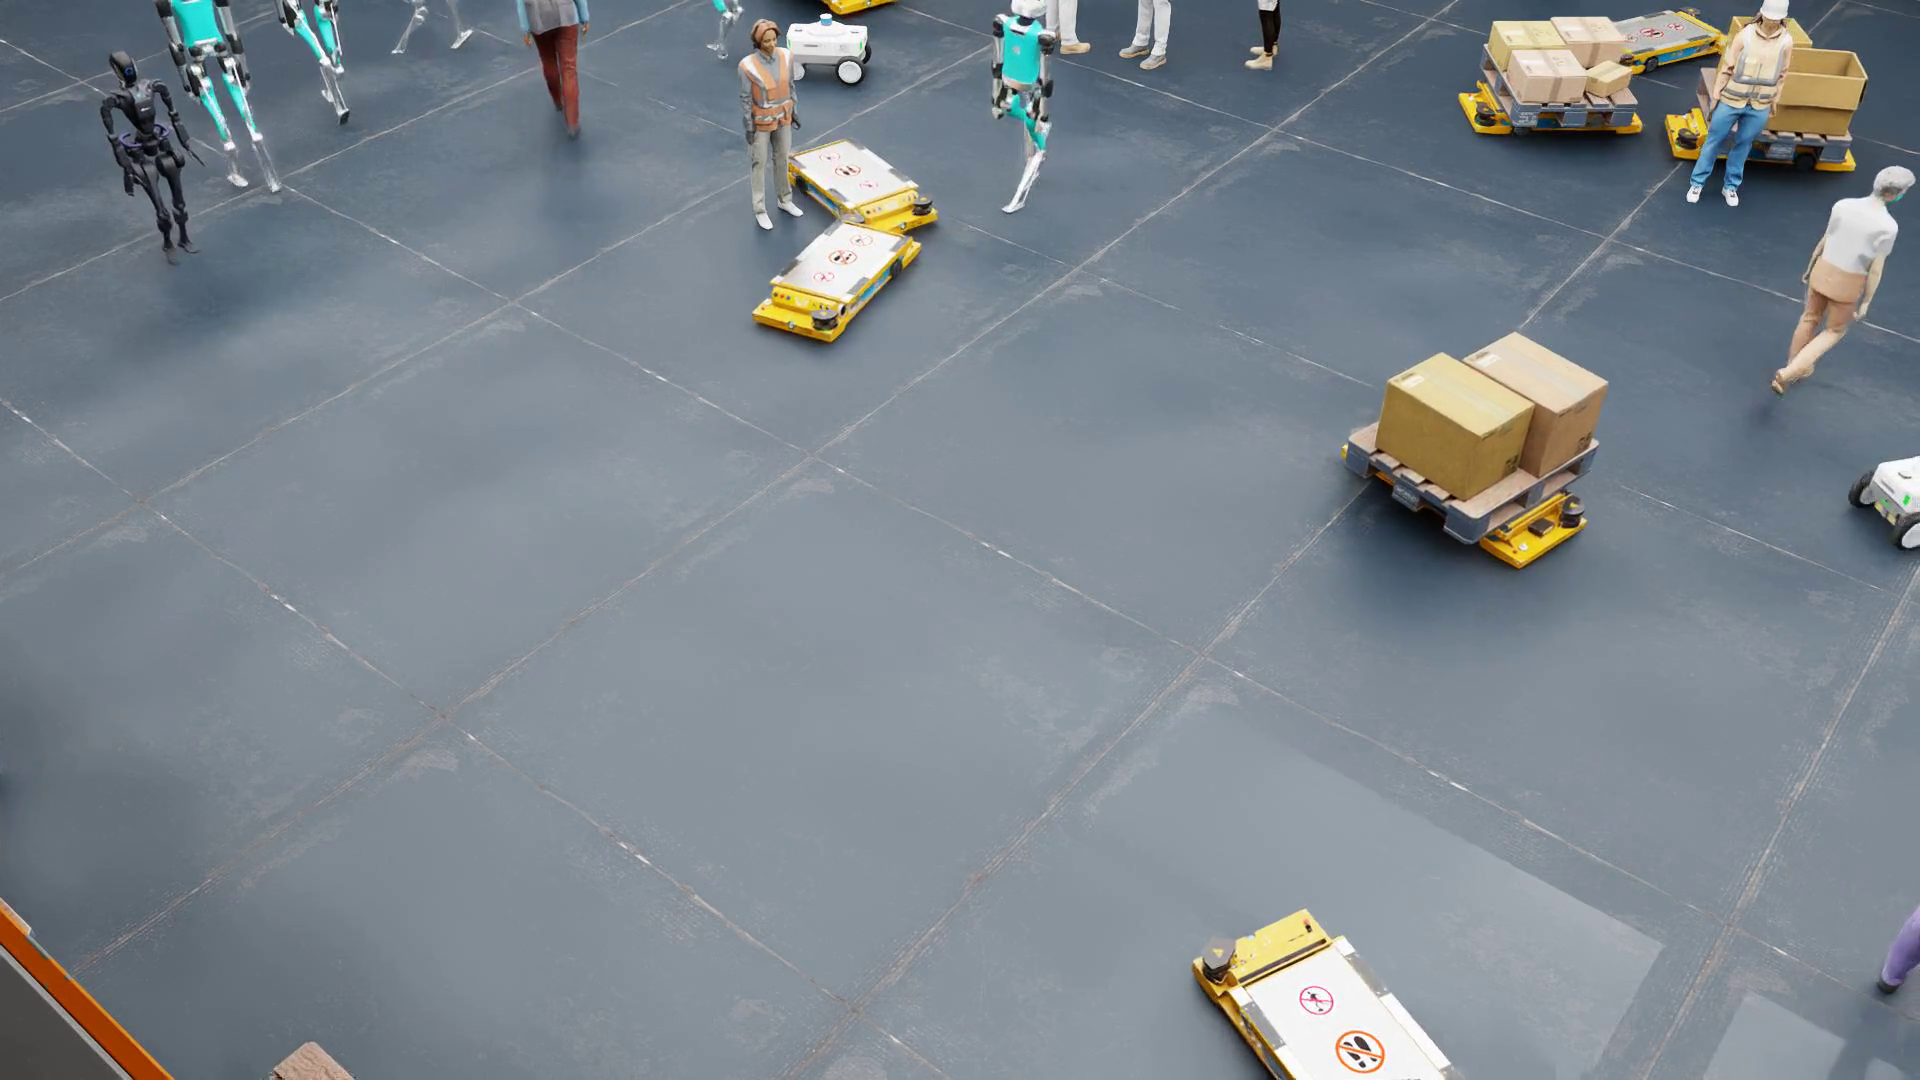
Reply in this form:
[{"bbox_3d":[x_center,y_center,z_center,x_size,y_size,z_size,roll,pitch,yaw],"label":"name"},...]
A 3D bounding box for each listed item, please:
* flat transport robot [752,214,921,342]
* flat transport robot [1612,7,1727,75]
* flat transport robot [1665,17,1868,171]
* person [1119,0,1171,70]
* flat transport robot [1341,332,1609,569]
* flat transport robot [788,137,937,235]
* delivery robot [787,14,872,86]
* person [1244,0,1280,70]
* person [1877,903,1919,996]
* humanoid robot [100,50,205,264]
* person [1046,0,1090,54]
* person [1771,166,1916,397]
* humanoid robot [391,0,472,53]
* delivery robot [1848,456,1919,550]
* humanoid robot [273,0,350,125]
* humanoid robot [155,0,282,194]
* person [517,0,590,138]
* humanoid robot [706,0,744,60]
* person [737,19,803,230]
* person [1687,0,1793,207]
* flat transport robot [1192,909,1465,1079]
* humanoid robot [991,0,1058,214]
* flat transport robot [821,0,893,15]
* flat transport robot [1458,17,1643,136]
[{"bbox_3d":[-0.902,-1.971,12.397,0.659,0.231,1.431,17,43,19],"label":"flat transport robot"},{"bbox_3d":[6.501,-4.659,15.559,1.431,0.231,0.659,-17,43,-19],"label":"flat transport robot"},{"bbox_3d":[6.769,-3.397,14.074,1.431,0.231,0.659,7,41,8],"label":"flat transport robot"},{"bbox_3d":[1.740,-5.194,14.944,0.356,1.882,0.574,-23,45,-25],"label":"person"},{"bbox_3d":[3.176,-0.371,10.515,0.659,0.231,1.431,-27,47,-28],"label":"flat transport robot"},{"bbox_3d":[-0.851,-2.856,13.437,0.659,0.231,1.431,-24,46,-26],"label":"flat transport robot"},{"bbox_3d":[-1.183,-4.479,15.124,0.774,0.592,0.499,3,40,4],"label":"delivery robot"},{"bbox_3d":[2.798,-5.112,14.998,0.323,1.687,0.535,12,42,14],"label":"person"},{"bbox_3d":[4.455,1.430,7.179,0.373,1.843,0.569,-29,48,-30],"label":"person"},{"bbox_3d":[-5.984,-2.857,12.355,0.371,1.647,0.599,29,48,30],"label":"humanoid robot"},{"bbox_3d":[0.991,-5.391,15.211,0.429,1.839,0.622,-17,43,-19],"label":"person"},{"bbox_3d":[5.739,-1.674,10.930,0.607,1.717,0.511,-25,46,-26],"label":"person"},{"bbox_3d":[-4.940,-5.270,15.207,1.004,1.781,0.538,-14,42,-16],"label":"humanoid robot"},{"bbox_3d":[5.962,-0.308,10.218,0.789,0.593,0.499,-9,41,-10],"label":"delivery robot"},{"bbox_3d":[-5.452,-4.410,14.152,0.530,1.765,0.978,-24,46,-26],"label":"humanoid robot"},{"bbox_3d":[-5.823,-3.535,13.137,0.534,1.806,0.854,-20,44,-22],"label":"humanoid robot"},{"bbox_3d":[-3.415,-4.414,14.050,0.562,1.835,0.958,-5,41,-6],"label":"person"},{"bbox_3d":[-2.204,-5.217,15.094,0.737,1.789,0.538,26,47,28],"label":"humanoid robot"},{"bbox_3d":[-1.455,-3.208,12.790,0.514,1.642,0.309,-30,49,-30],"label":"person"},{"bbox_3d":[6.137,-3.449,13.008,0.499,1.728,0.368,8,41,9],"label":"person"},{"bbox_3d":[1.704,2.277,7.399,0.659,0.231,1.431,-19,44,-21],"label":"flat transport robot"},{"bbox_3d":[0.577,-3.488,13.061,0.567,1.768,0.878,18,43,20],"label":"humanoid robot"},{"bbox_3d":[-1.304,-5.674,16.752,0.659,0.231,1.431,-24,46,-26],"label":"flat transport robot"},{"bbox_3d":[5.150,-3.774,14.518,1.431,0.231,0.659,0,40,0],"label":"flat transport robot"}]
